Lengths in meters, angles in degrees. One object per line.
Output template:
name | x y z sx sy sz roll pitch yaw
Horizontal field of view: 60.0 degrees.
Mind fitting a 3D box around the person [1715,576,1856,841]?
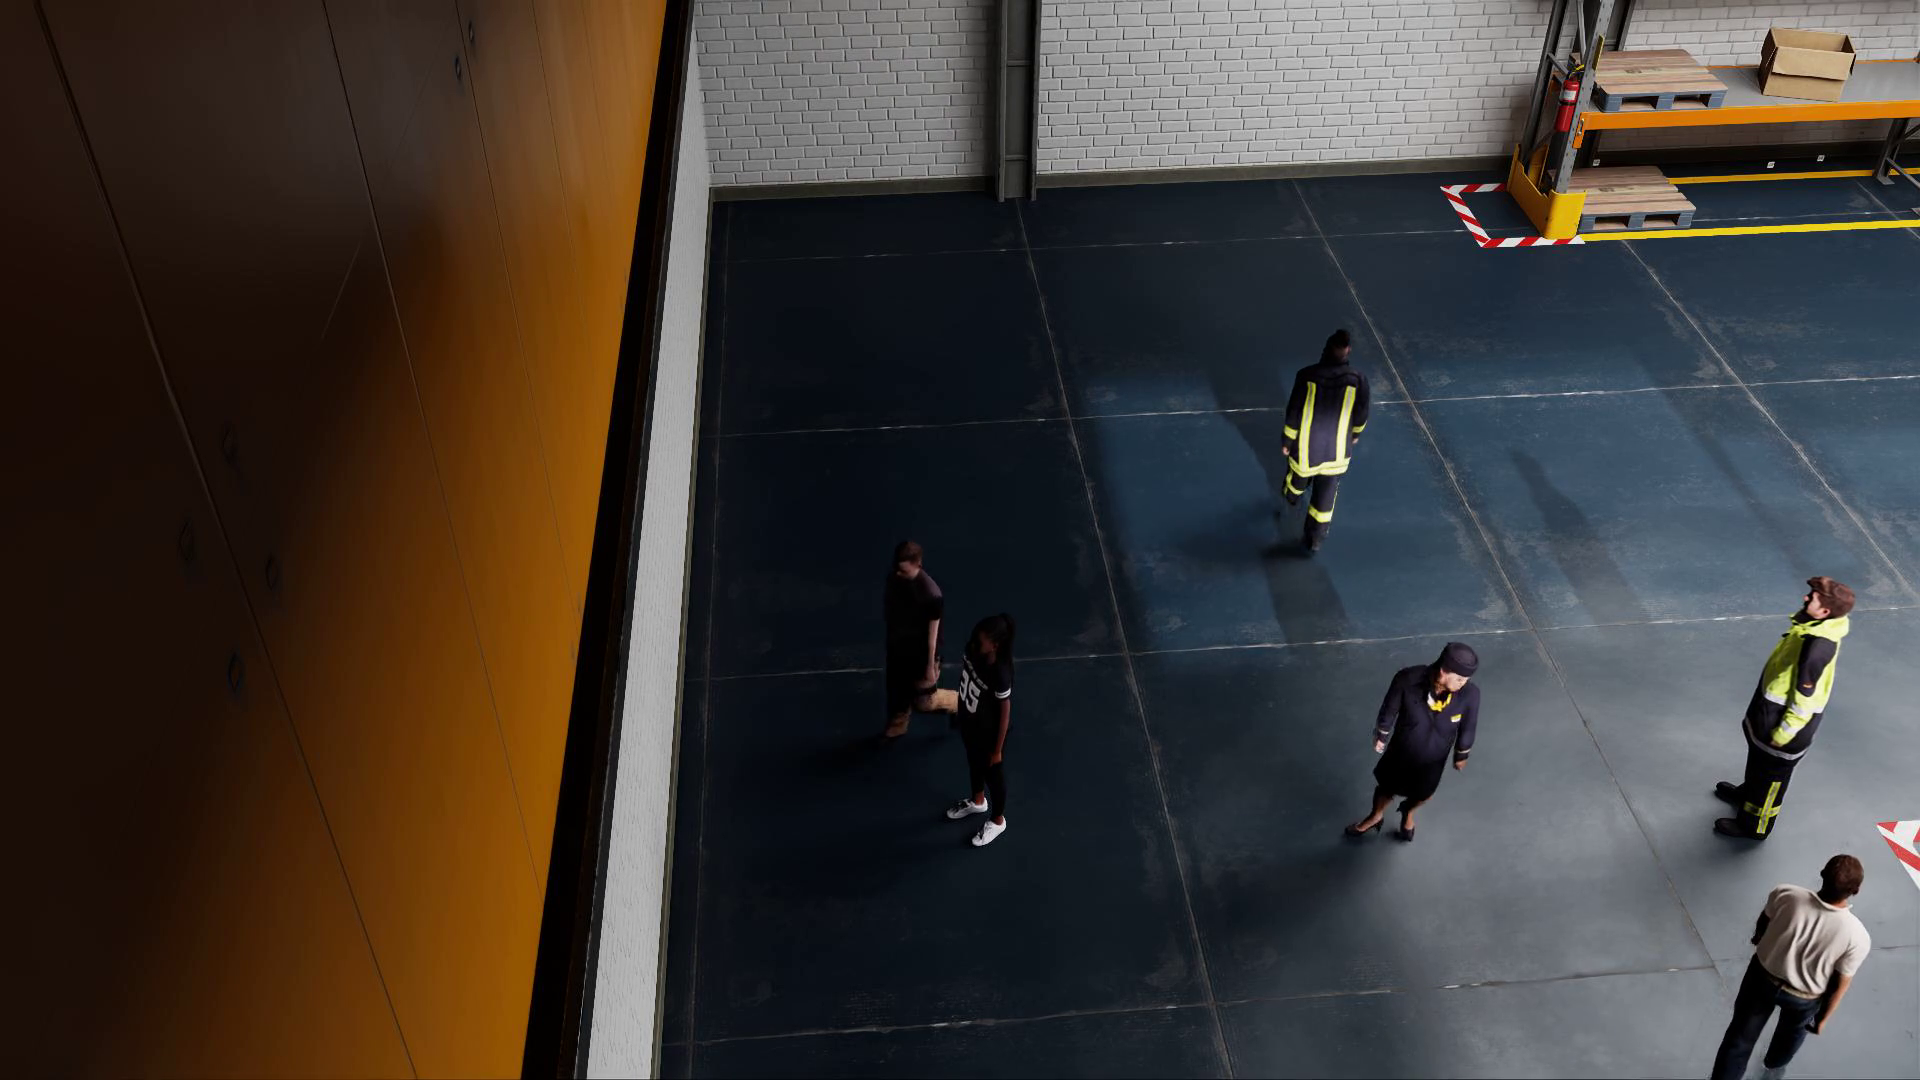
person | 5.035 1.022 10.107 0.852 1.981 0.870 15 41 18

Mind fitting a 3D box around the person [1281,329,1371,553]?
person | 2.701 -0.722 12.406 1.084 1.837 0.988 4 39 5

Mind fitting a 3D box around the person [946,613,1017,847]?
person | 0.145 1.143 10.158 0.736 1.727 0.712 -22 43 -25

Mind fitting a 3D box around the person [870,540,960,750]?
person | -0.208 0.660 10.693 1.098 1.815 0.987 -20 43 -23

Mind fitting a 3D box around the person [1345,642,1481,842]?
person | 2.755 1.232 10.103 0.776 1.658 0.924 24 44 27

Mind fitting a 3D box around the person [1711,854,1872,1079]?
person | 4.192 2.363 8.558 1.087 1.819 1.174 29 47 32
